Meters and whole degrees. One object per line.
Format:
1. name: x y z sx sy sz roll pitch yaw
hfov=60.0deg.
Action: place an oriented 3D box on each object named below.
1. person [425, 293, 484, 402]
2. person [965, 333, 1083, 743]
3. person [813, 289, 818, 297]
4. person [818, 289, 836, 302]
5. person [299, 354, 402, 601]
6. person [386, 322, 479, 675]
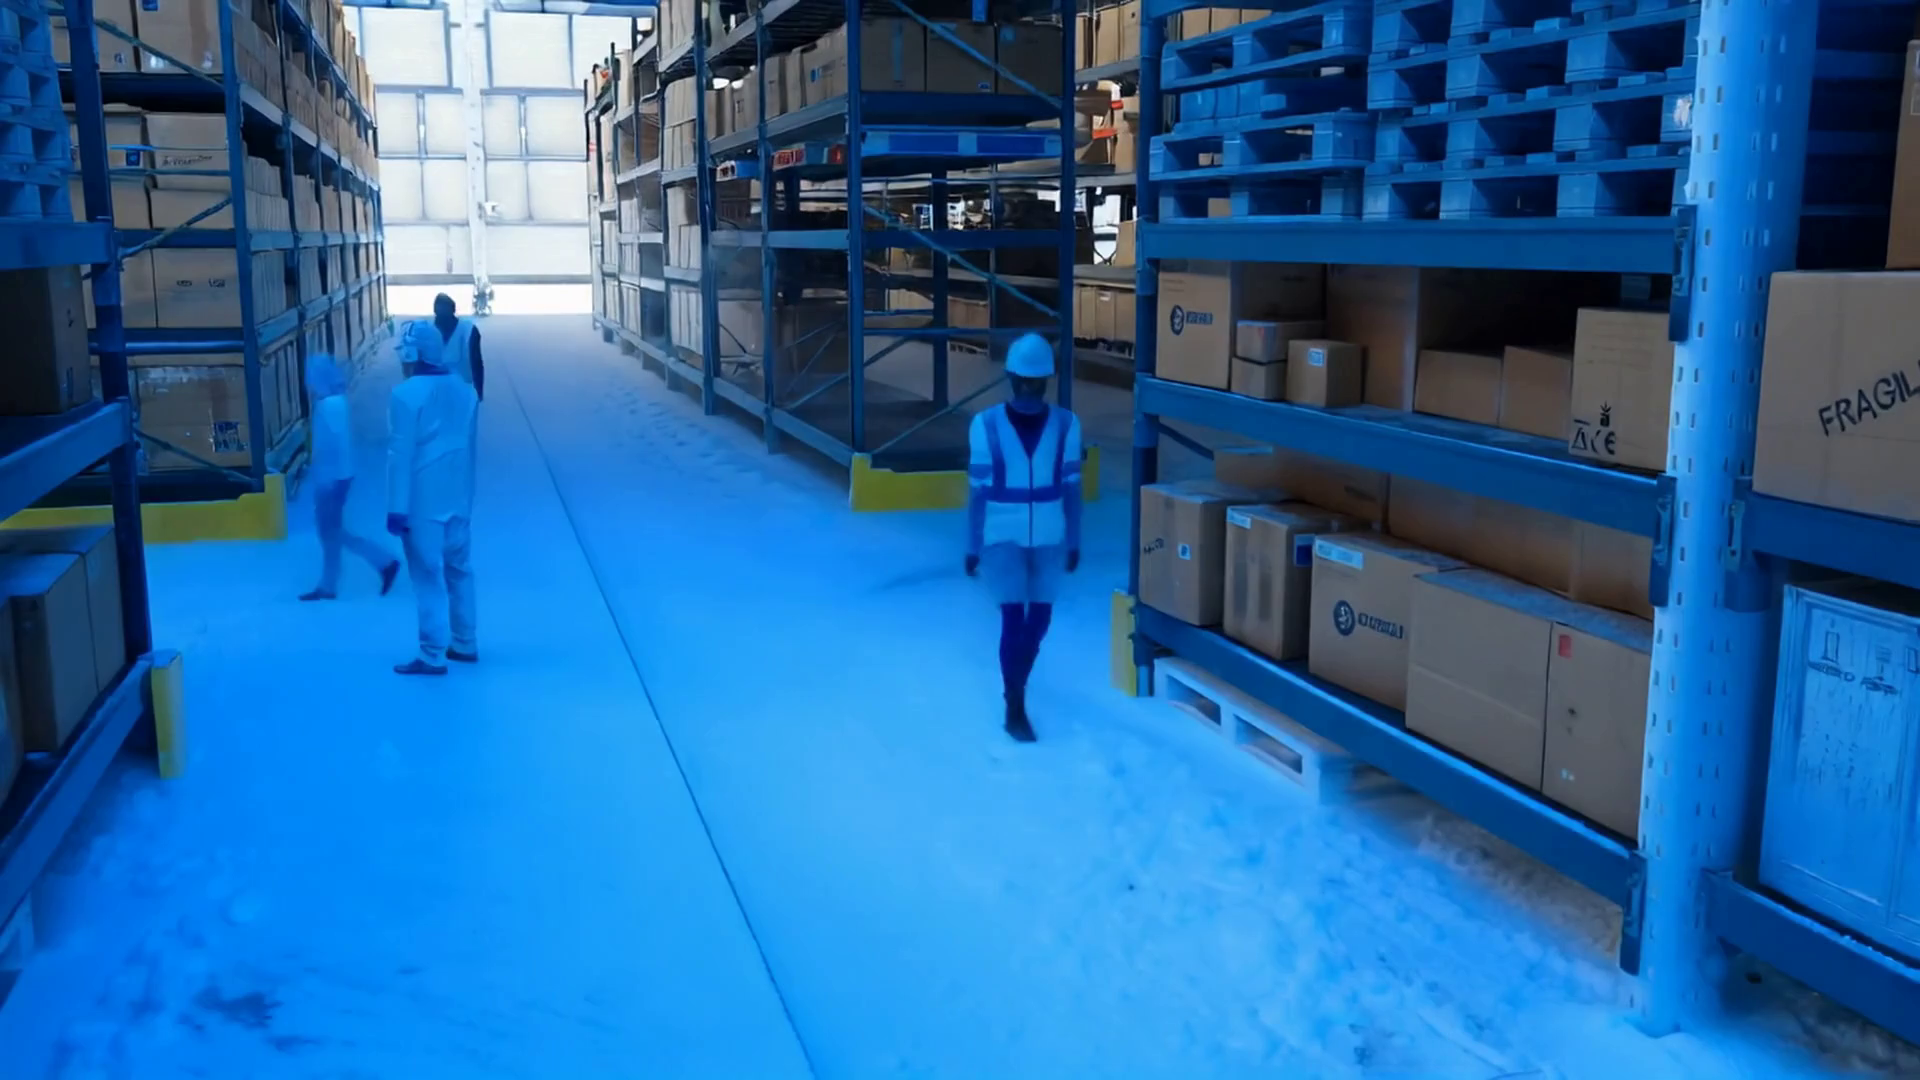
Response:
1. person: -5.056 -1.552 16.536 0.631 1.806 0.917 -2 11 -12
2. person: 0.291 -0.046 8.011 0.557 1.921 0.782 -2 11 -11
3. person: -3.250 -5.776 39.832 0.532 1.754 0.470 -1 10 -8
4. person: -2.625 -4.567 32.589 0.412 1.986 0.602 -6 12 -29
5. person: -3.952 -0.383 10.649 0.633 1.618 0.511 -1 10 -4
6. person: -2.869 -0.225 9.006 0.399 1.900 0.645 3 11 18
